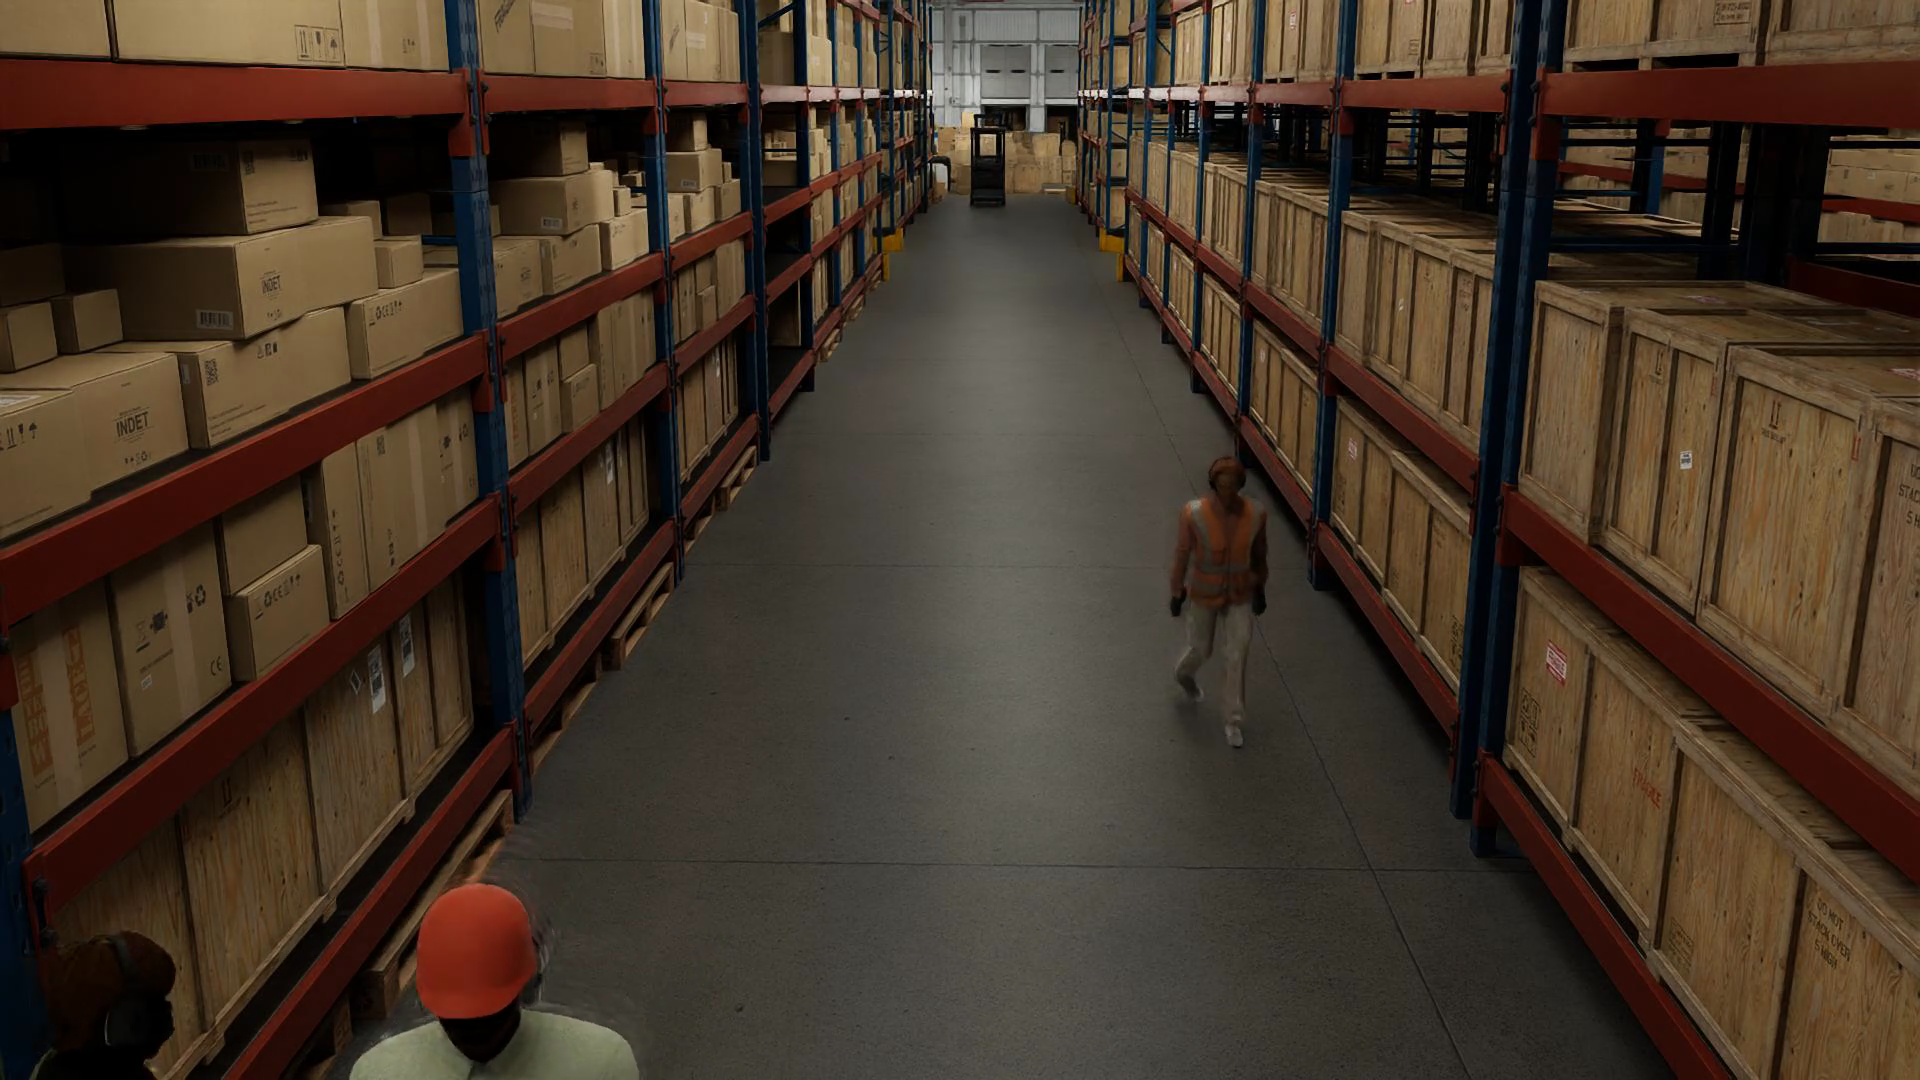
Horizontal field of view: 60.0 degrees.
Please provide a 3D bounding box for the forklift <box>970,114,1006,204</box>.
[{"bbox_3d":[0.902,-12.211,53.226,1.129,2.768,1.873,0,15,2],"label":"forklift"}]

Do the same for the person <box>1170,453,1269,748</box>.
[{"bbox_3d":[1.411,0.277,9.163,0.548,1.612,0.662,-2,15,-6],"label":"person"}]

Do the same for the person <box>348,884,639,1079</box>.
[{"bbox_3d":[-0.952,1.598,3.588,0.626,1.973,0.846,-2,15,-7],"label":"person"}]

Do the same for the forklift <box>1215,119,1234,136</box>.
[{"bbox_3d":[6.726,-9.628,43.613,1.873,2.768,1.129,-8,17,-26],"label":"forklift"}]

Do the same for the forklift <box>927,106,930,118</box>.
[{"bbox_3d":[-1.918,-21.452,87.607,1.129,2.768,1.873,0,15,2],"label":"forklift"}]

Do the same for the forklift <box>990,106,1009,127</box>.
[{"bbox_3d":[1.989,-20.454,83.894,1.129,2.768,1.873,-7,17,-25],"label":"forklift"}]

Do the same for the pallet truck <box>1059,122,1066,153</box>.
[{"bbox_3d":[5.788,-21.111,88.014,1.885,1.965,0.823,5,16,18],"label":"pallet truck"}]

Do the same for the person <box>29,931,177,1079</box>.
[{"bbox_3d":[-1.836,1.704,3.523,0.906,1.798,0.622,-5,16,-17],"label":"person"}]
